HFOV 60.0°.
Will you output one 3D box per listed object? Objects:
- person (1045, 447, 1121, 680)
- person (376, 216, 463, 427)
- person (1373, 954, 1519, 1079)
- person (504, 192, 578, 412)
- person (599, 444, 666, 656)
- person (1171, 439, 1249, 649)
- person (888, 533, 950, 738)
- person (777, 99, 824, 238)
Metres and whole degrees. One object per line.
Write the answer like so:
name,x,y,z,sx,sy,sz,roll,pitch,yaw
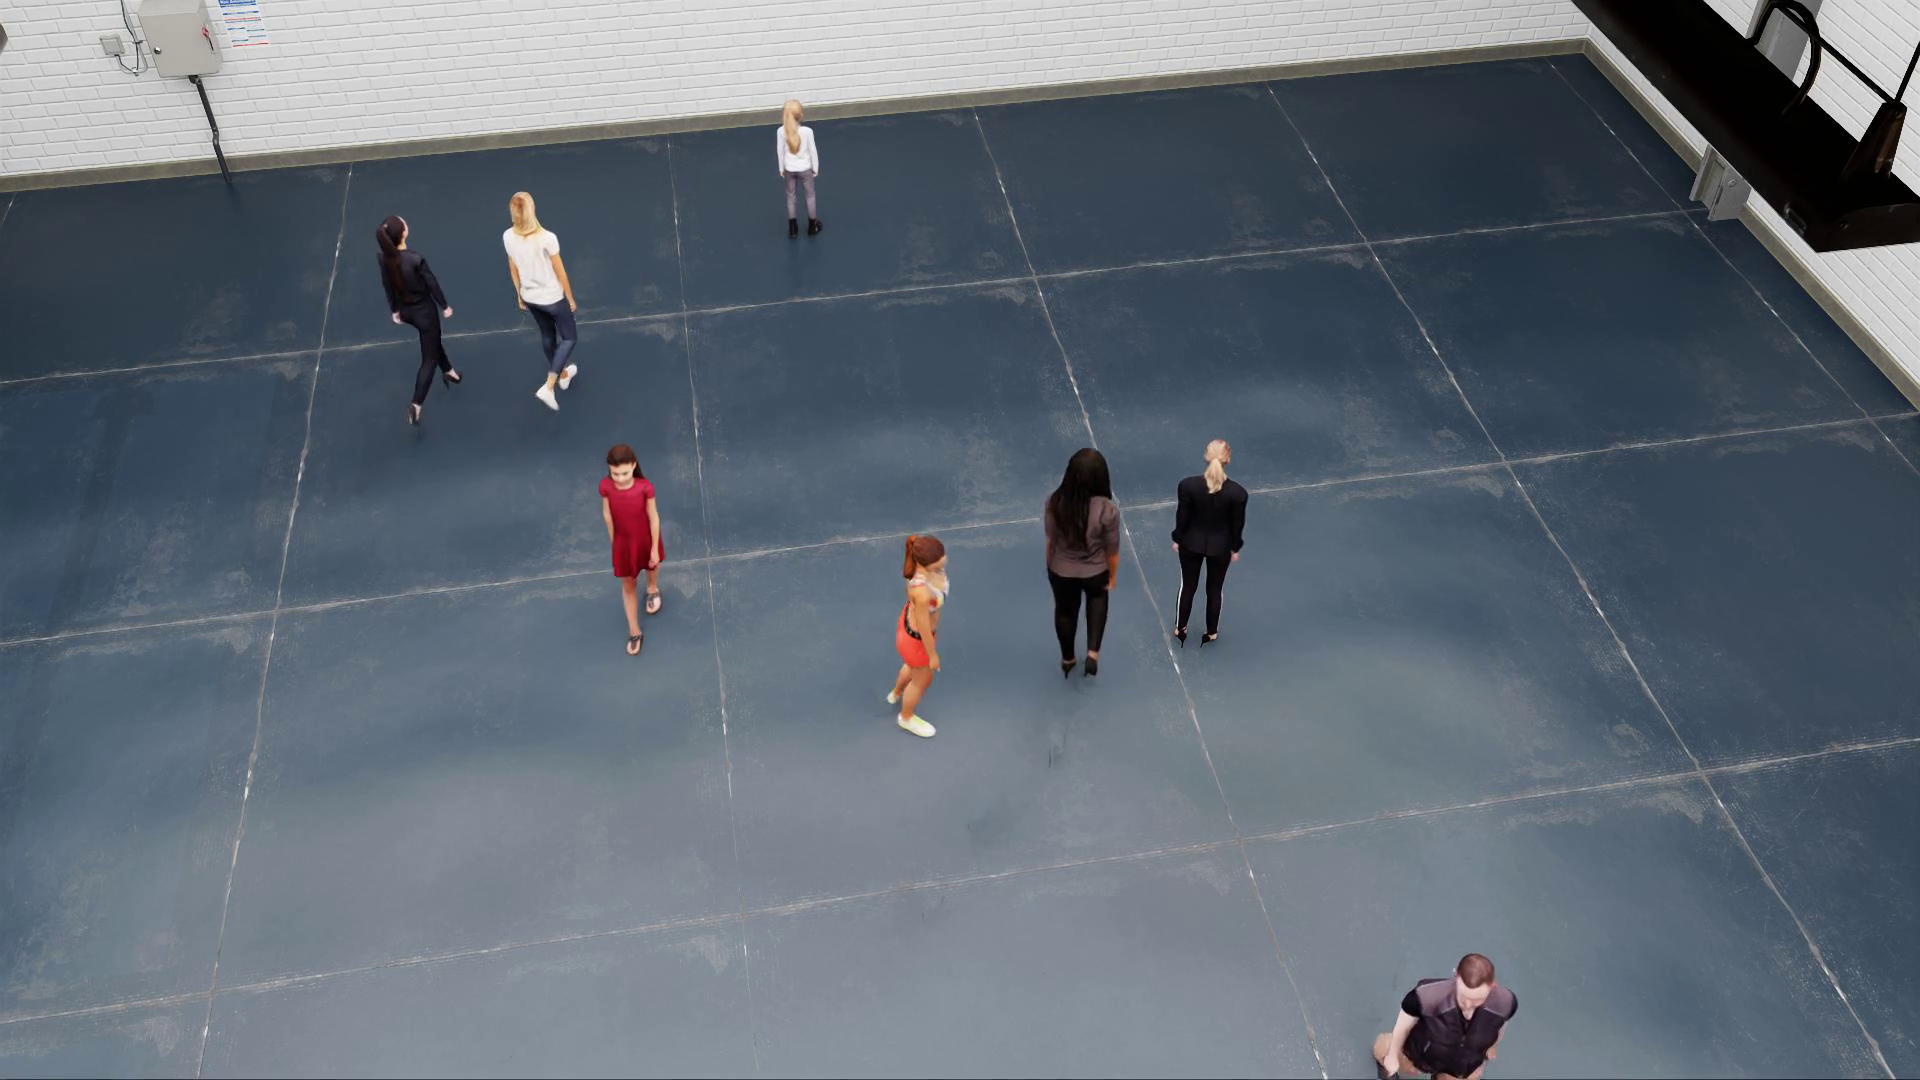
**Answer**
person,0.723,0.249,10.352,0.756,1.824,0.800,10,44,10
person,-4.059,-1.620,12.417,0.936,1.681,1.124,16,46,16
person,2.331,2.393,8.123,0.969,1.794,1.300,3,44,3
person,-3.140,-1.754,12.475,0.866,1.796,1.051,11,45,12
person,-2.114,-0.089,10.925,0.563,1.524,0.940,-4,44,-4
person,1.574,0.050,10.647,0.683,1.704,0.660,9,44,9
person,-0.292,0.560,10.078,0.825,1.752,0.644,-9,44,-10
person,-1.403,-3.212,14.380,0.543,1.278,0.552,3,44,4
